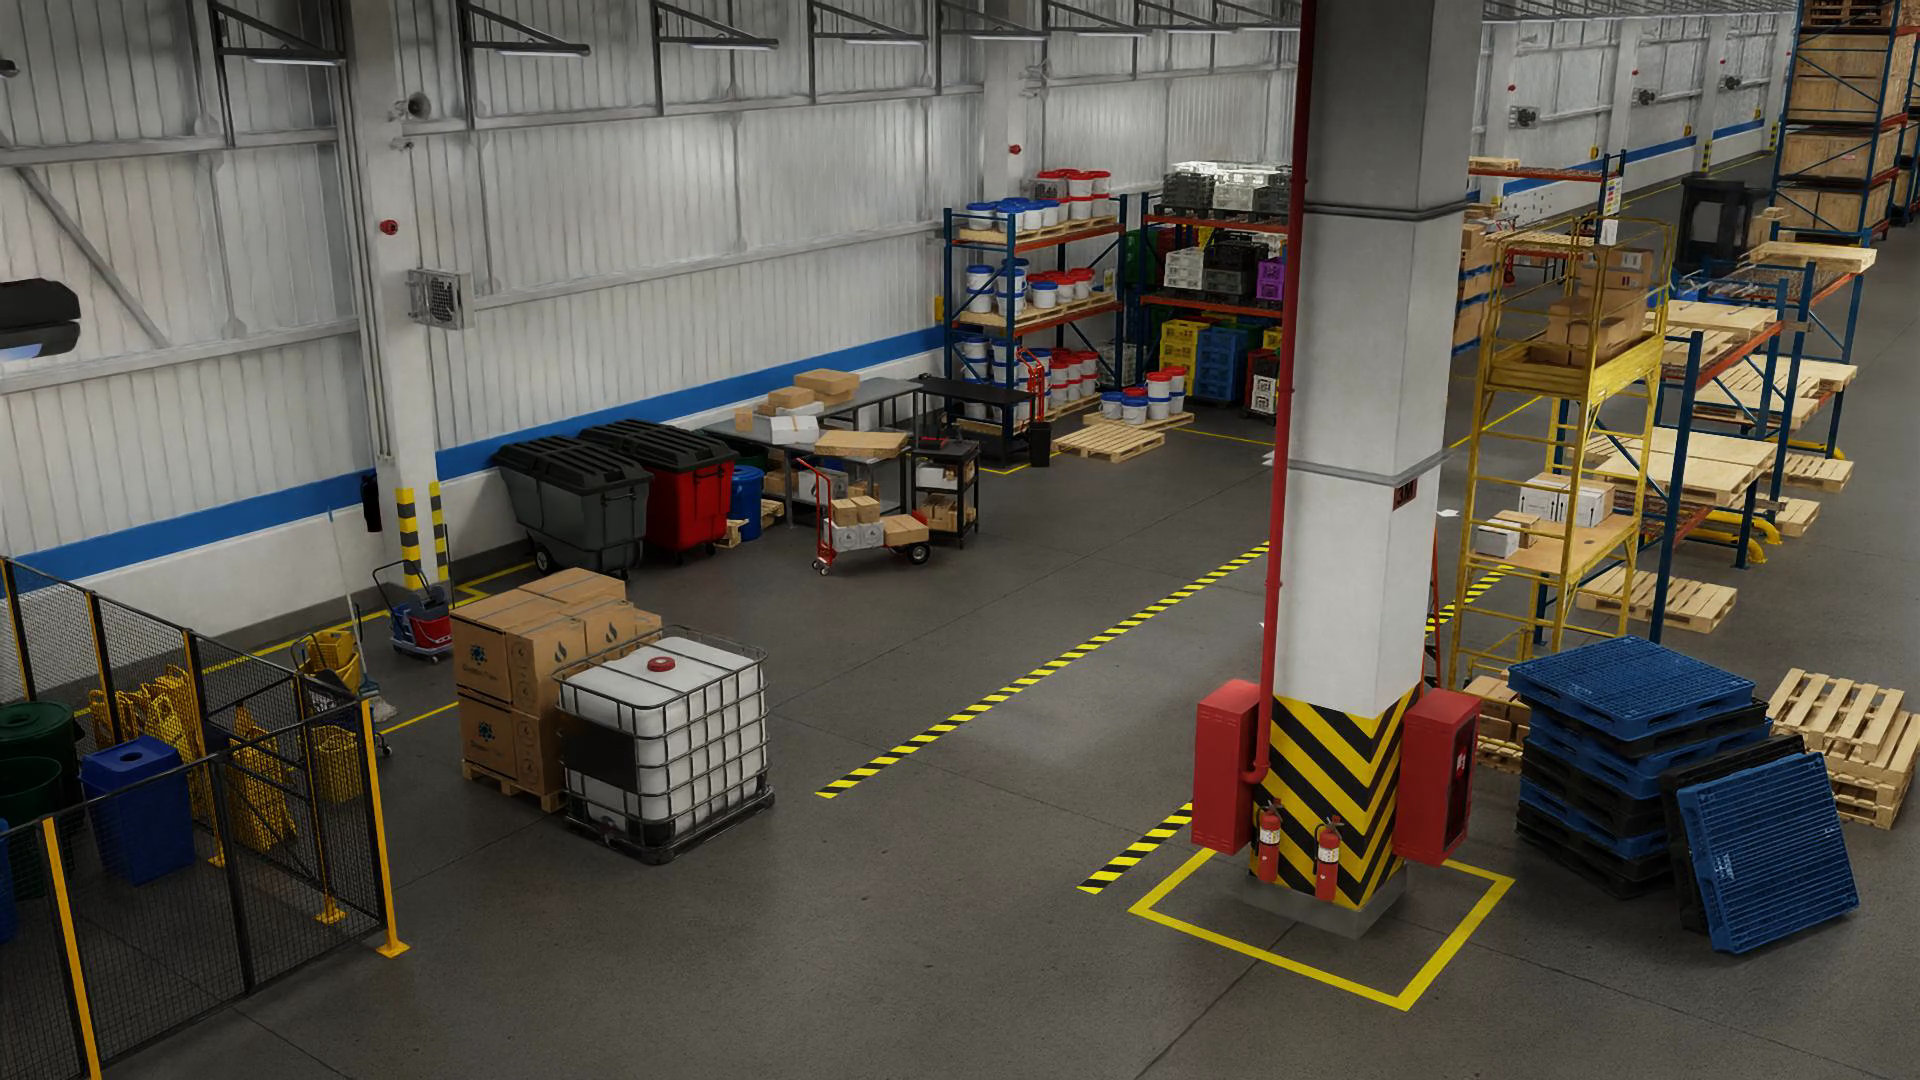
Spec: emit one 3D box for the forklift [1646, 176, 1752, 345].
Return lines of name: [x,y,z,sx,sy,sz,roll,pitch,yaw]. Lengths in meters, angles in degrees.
forklift: [12.394,-4.636,27.809,1.873,2.768,1.129,-13,22,-34]
